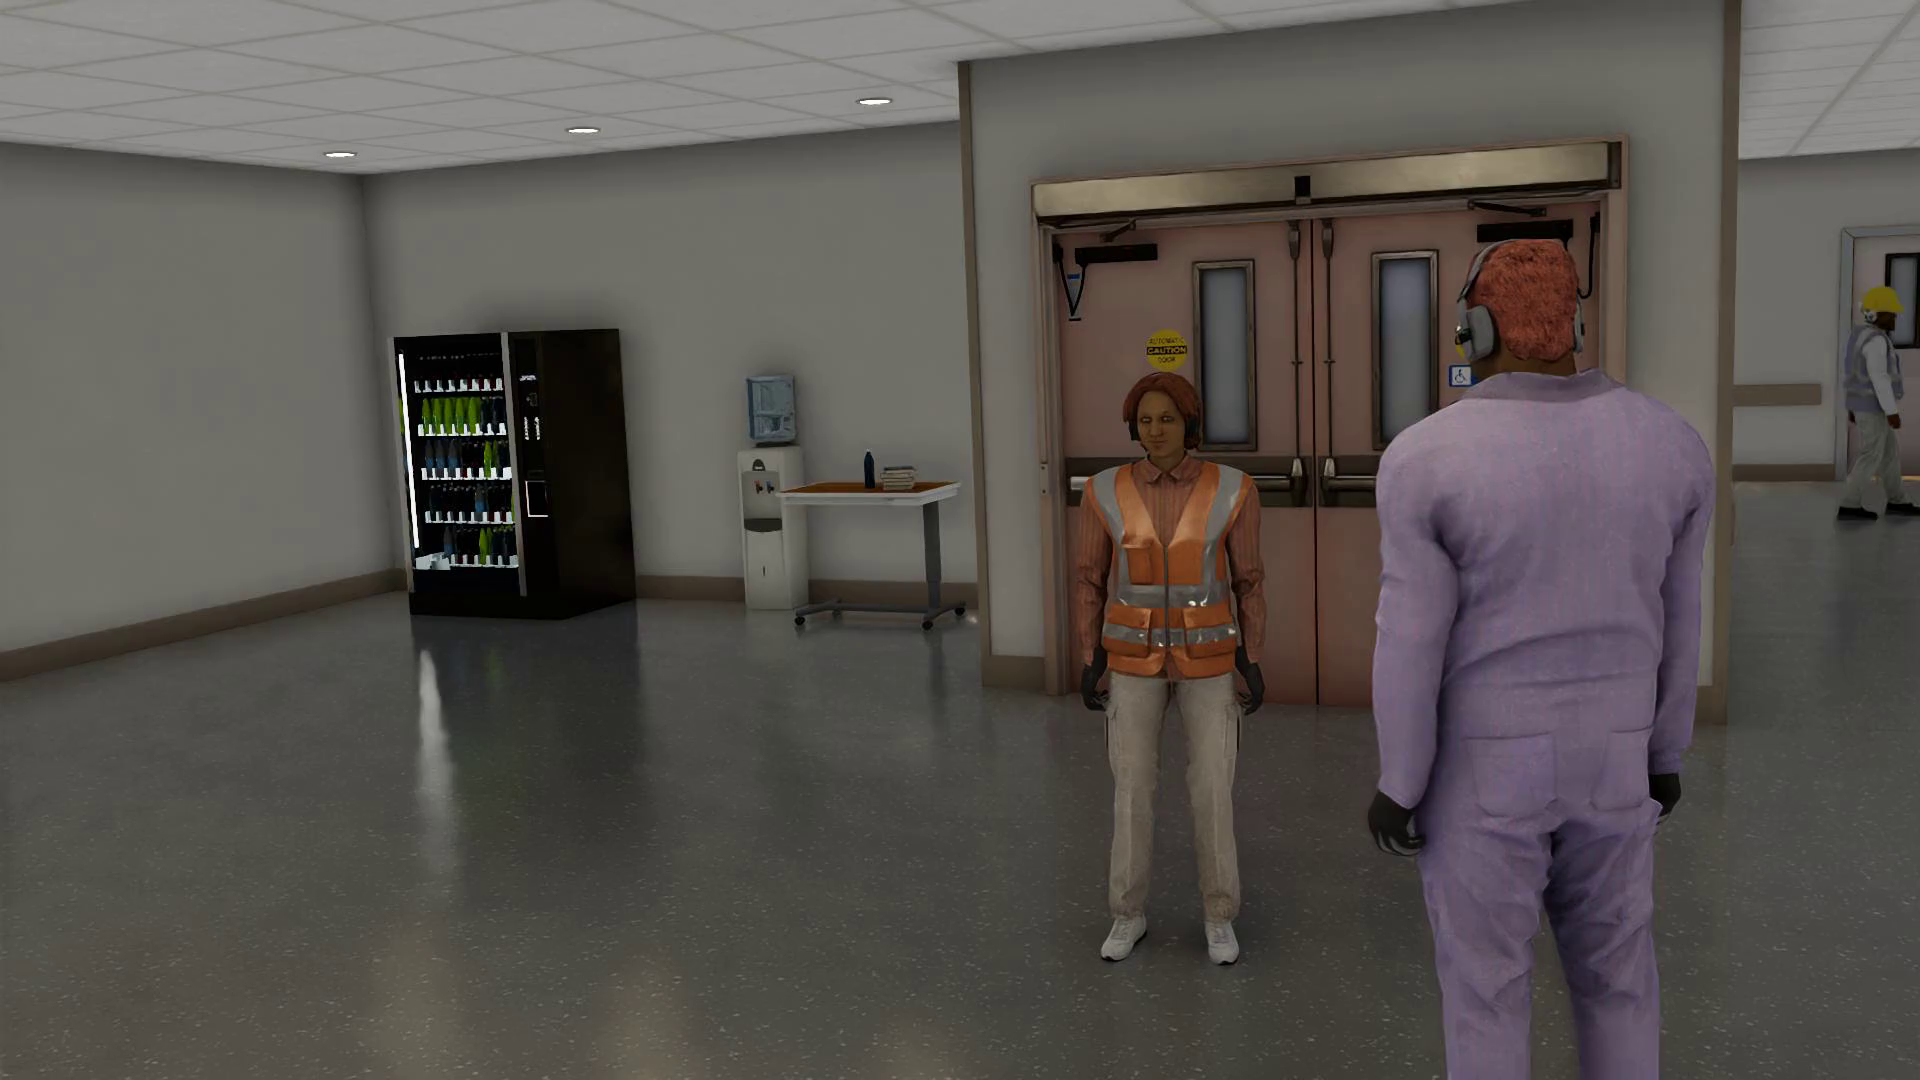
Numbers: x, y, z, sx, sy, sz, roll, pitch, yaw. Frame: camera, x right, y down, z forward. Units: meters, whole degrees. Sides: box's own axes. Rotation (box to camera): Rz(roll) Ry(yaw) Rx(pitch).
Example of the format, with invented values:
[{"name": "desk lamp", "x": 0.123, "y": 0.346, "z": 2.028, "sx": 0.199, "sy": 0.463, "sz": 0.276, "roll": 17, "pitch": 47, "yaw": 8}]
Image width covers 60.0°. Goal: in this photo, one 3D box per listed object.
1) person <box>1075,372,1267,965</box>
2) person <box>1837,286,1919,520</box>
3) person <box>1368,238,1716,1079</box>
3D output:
[{"name": "person", "x": 0.584, "y": 0.355, "z": 4.597, "sx": 0.524, "sy": 1.639, "sz": 0.308, "roll": -1, "pitch": 8, "yaw": 12}, {"name": "person", "x": 7.067, "y": -1.033, "z": 12.721, "sx": 0.677, "sy": 1.786, "sz": 0.631, "roll": 0, "pitch": 8, "yaw": 19}, {"name": "person", "x": 1.052, "y": 0.402, "z": 3.098, "sx": 0.639, "sy": 1.903, "sz": 0.409, "roll": -4, "pitch": 8, "yaw": -11}]
